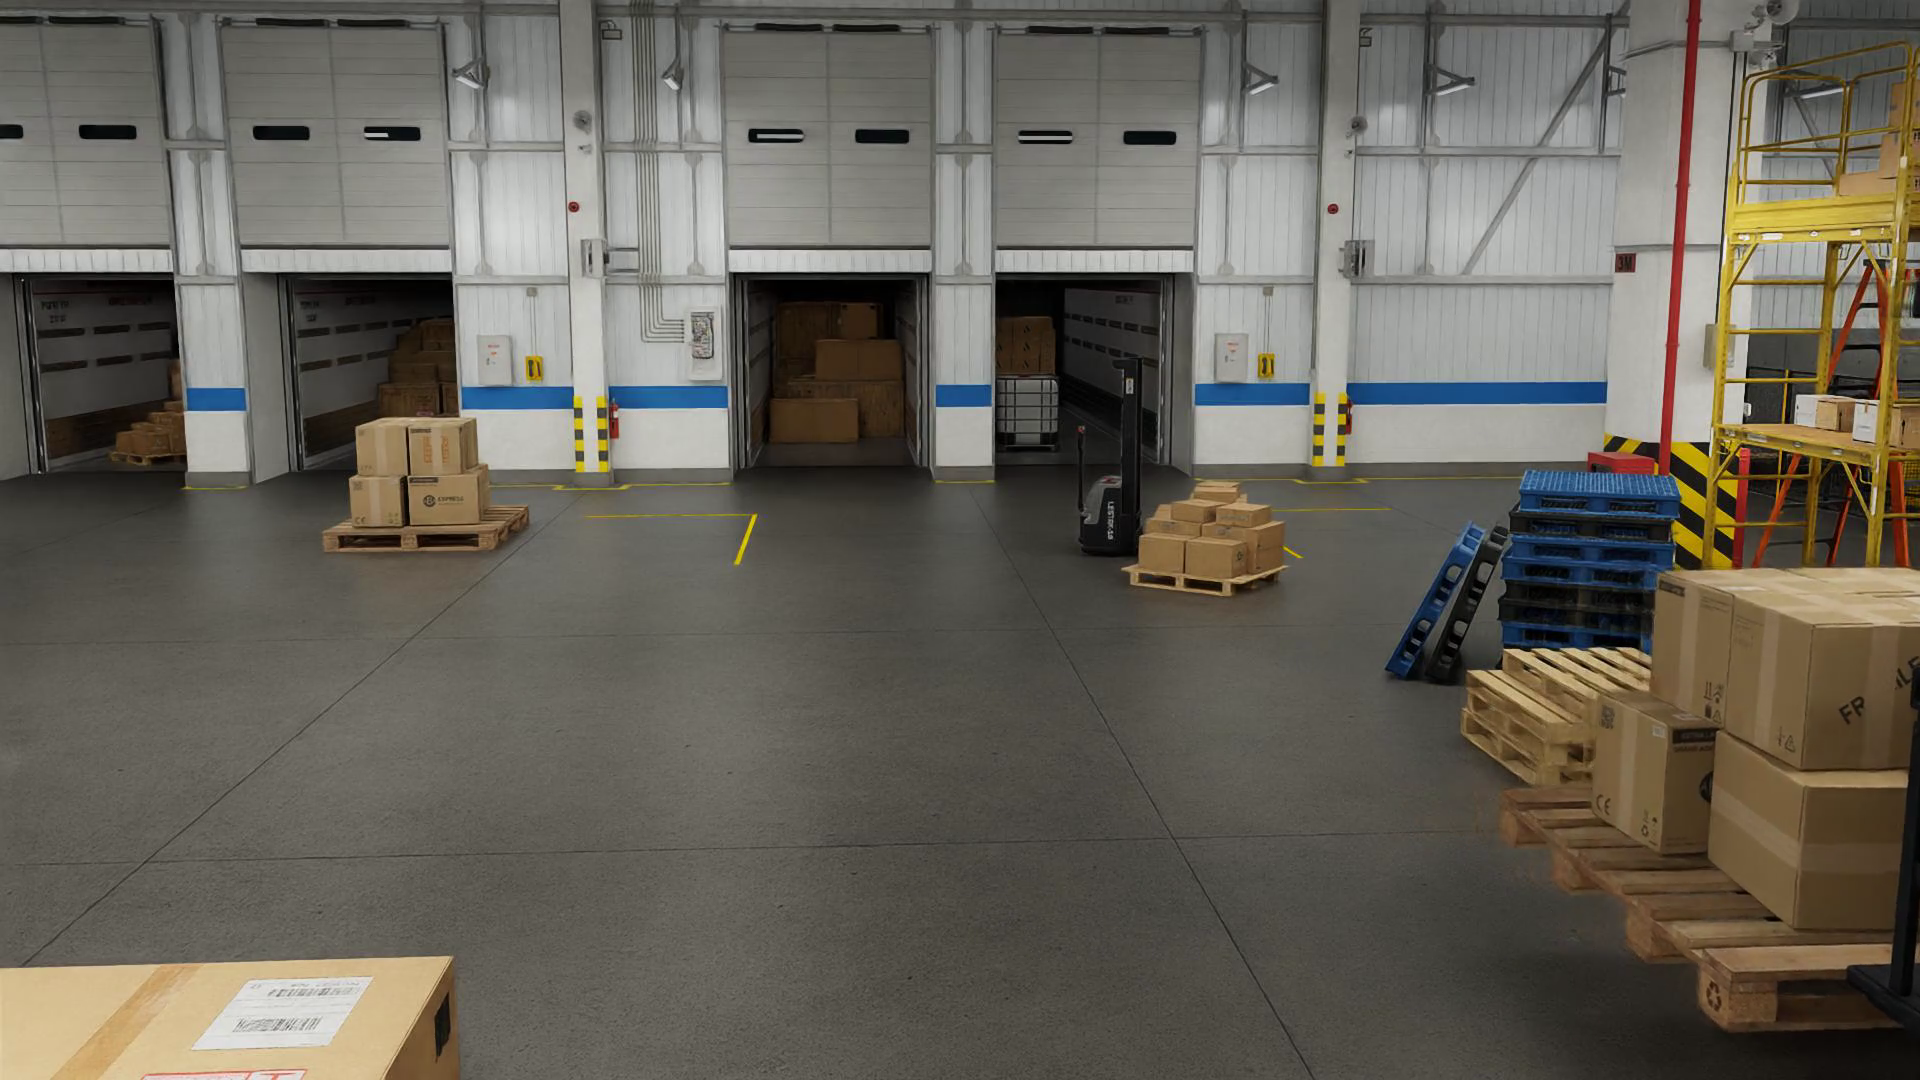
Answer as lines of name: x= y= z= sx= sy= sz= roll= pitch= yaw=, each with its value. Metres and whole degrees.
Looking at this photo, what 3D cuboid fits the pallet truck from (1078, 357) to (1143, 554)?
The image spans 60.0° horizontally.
pallet truck: x=2.088 y=-0.836 z=16.757 sx=1.885 sy=1.965 sz=0.823 roll=2 pitch=9 yaw=13
